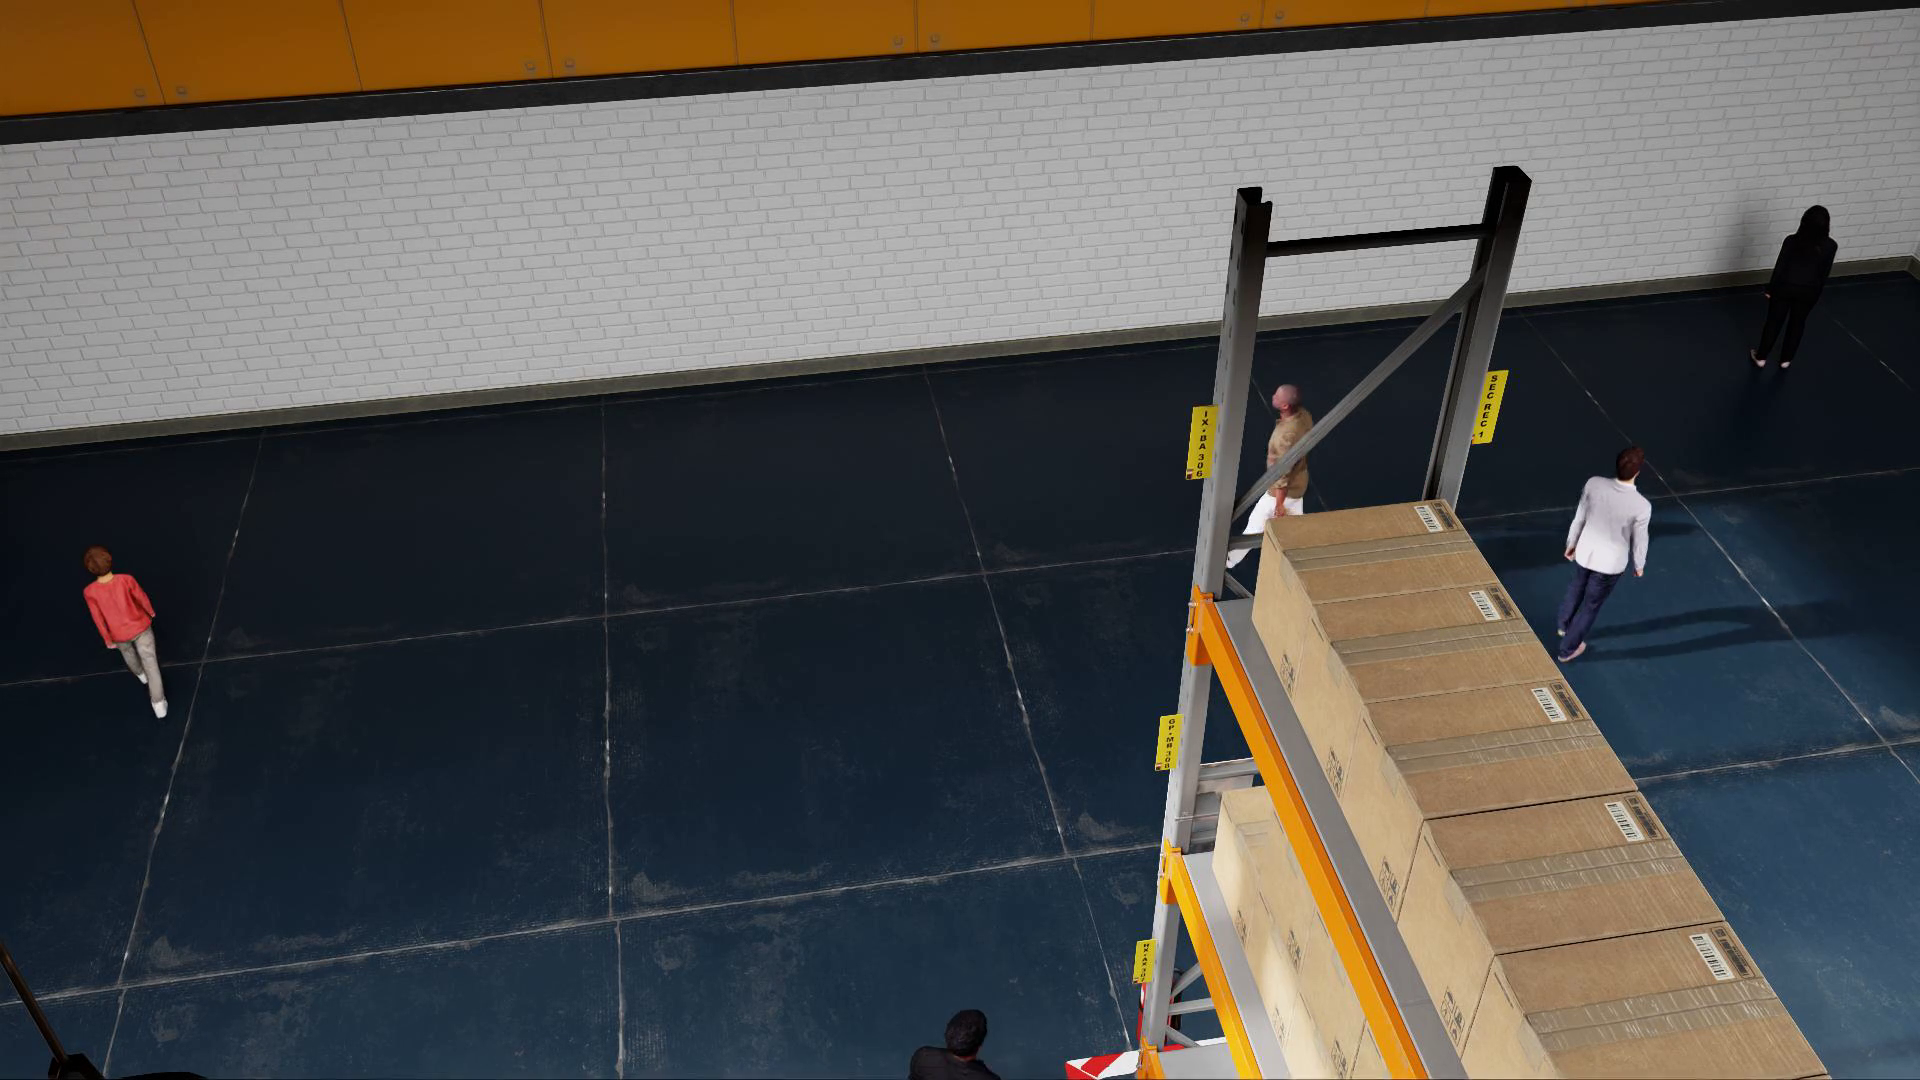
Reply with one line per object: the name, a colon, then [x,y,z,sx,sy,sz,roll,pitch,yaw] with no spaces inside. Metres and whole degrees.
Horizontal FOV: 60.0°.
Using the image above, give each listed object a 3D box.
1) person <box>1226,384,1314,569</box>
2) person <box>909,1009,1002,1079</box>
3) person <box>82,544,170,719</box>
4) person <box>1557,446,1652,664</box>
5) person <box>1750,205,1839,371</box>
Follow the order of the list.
person: [2.562,-0.379,12.749,1.215,1.779,1.225,17,42,20]
person: [-0.067,3.091,8.421,1.077,1.759,1.308,13,40,15]
person: [-5.869,0.658,11.765,0.651,1.386,0.987,-15,41,-18]
person: [4.588,0.154,12.039,0.885,1.832,0.801,-25,45,-28]
person: [7.689,-2.309,15.299,0.737,1.613,0.744,7,39,9]
